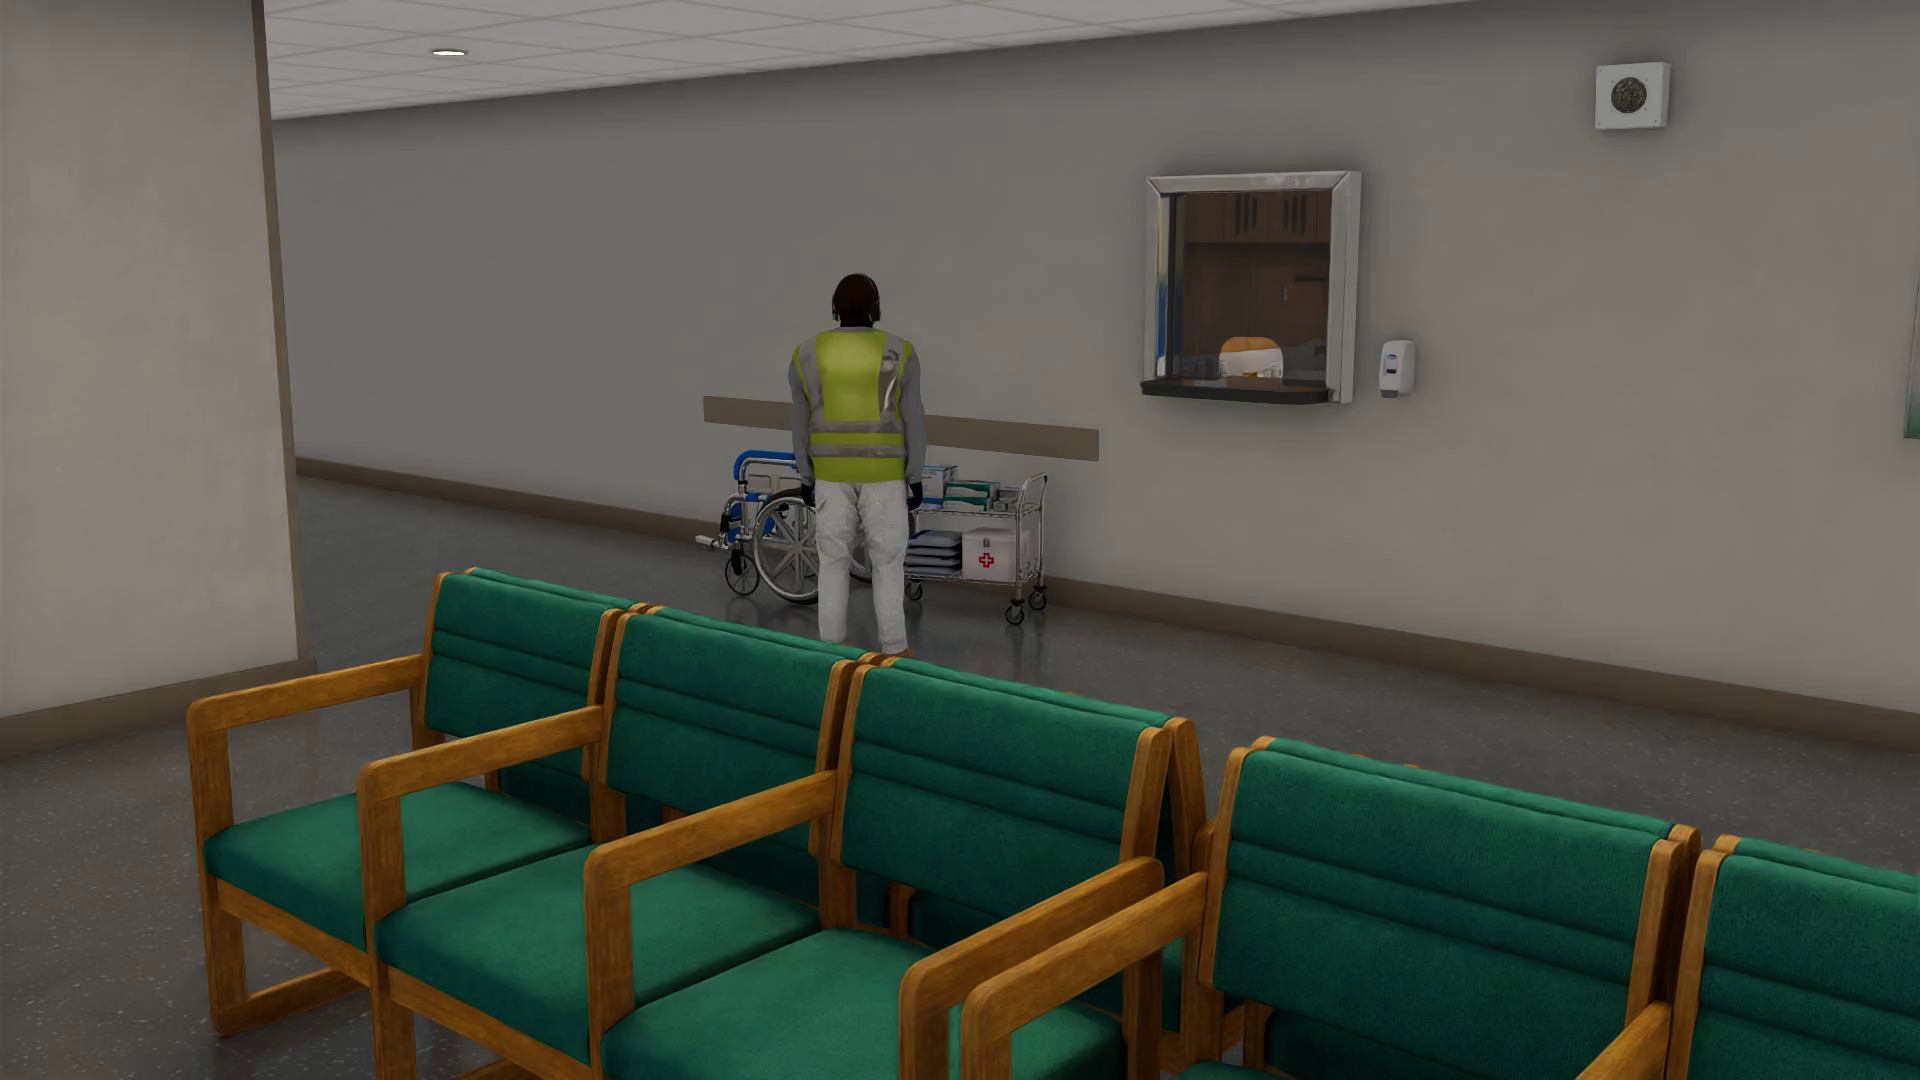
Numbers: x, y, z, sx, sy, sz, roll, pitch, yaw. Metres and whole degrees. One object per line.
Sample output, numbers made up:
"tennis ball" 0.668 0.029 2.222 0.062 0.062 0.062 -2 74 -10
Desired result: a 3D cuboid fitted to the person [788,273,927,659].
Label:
"person" -0.459 -0.299 7.683 0.627 1.846 0.429 1 10 8
